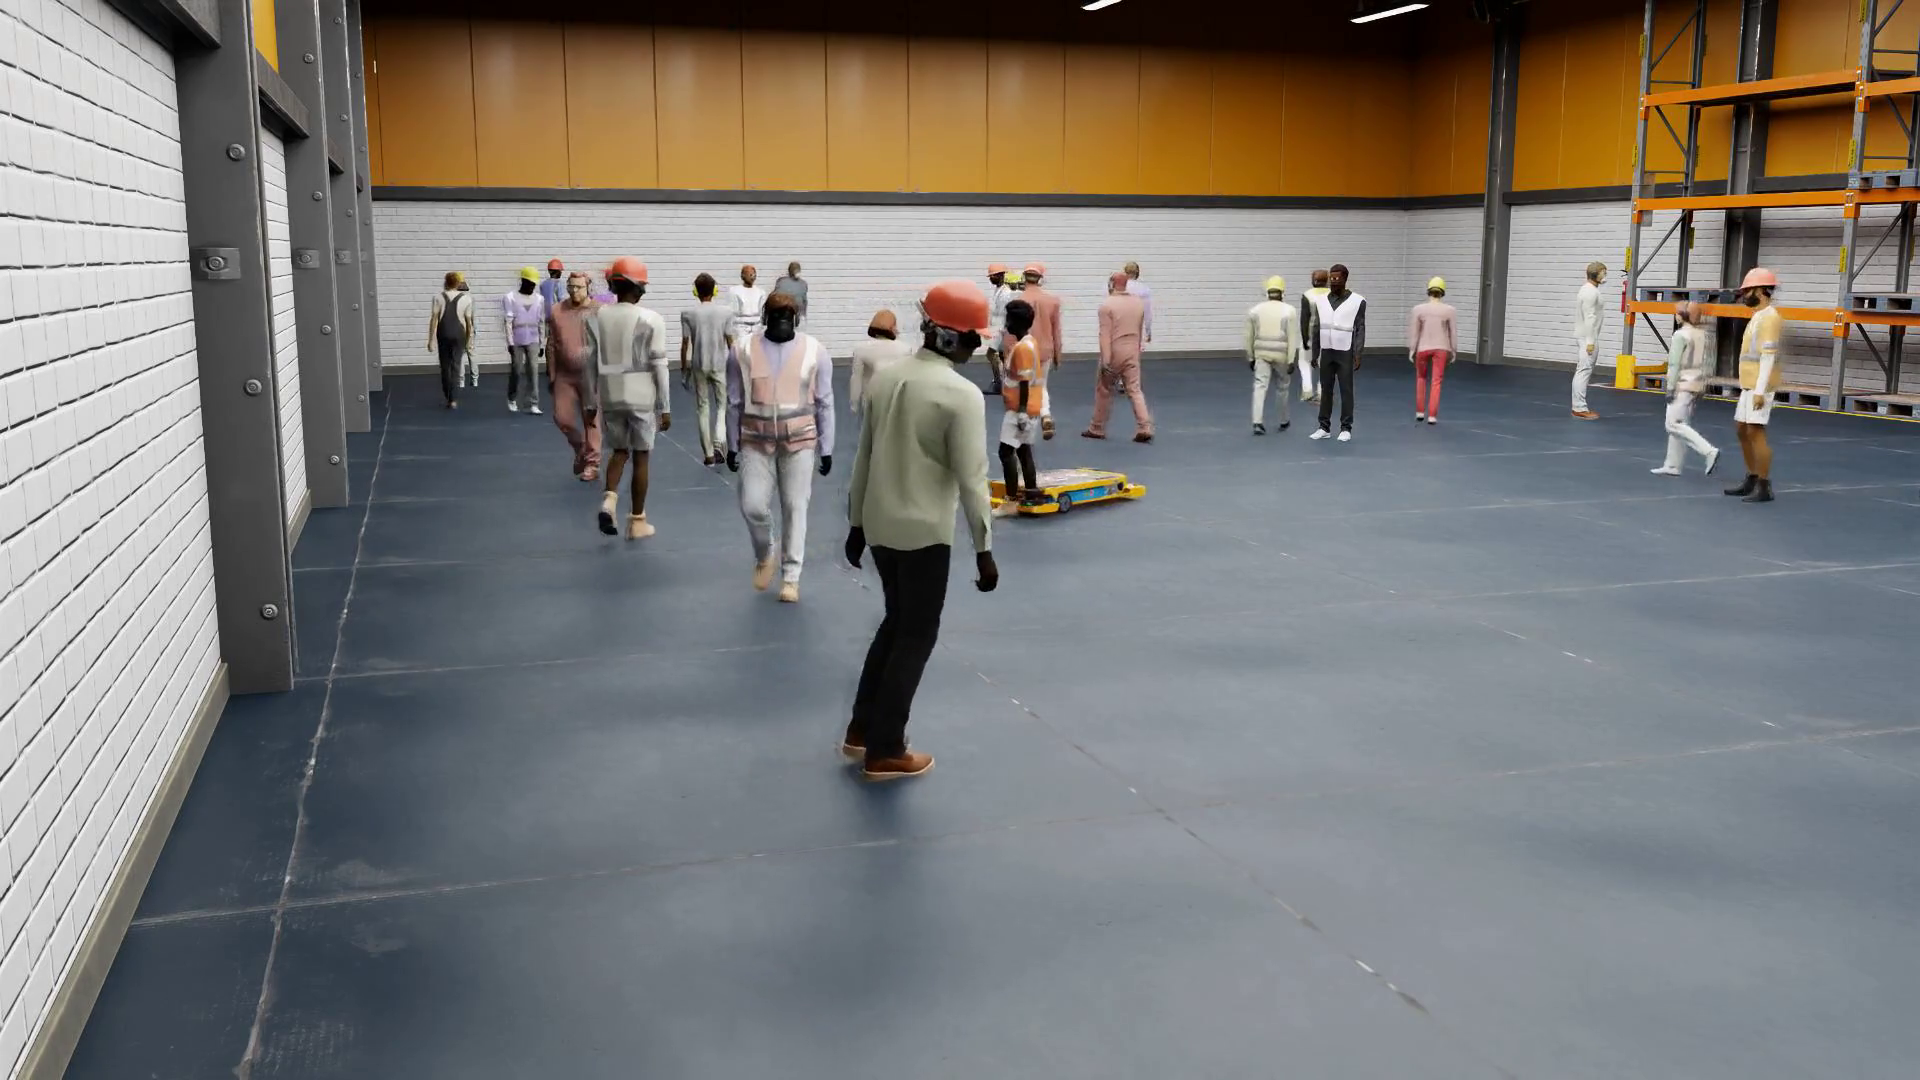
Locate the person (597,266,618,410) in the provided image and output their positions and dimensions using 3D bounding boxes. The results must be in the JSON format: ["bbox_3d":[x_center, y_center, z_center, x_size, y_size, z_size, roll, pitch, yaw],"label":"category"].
[{"bbox_3d":[-4.469,-2.578,21.401,1.002,1.860,0.610,3,10,15],"label":"person"}]

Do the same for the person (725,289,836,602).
[{"bbox_3d":[-1.052,-0.554,9.785,0.657,1.830,0.430,0,10,-2],"label":"person"}]

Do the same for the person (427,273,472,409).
[{"bbox_3d":[-6.749,-2.640,22.043,0.564,1.771,0.982,-2,10,-14],"label":"person"}]

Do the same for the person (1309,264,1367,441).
[{"bbox_3d":[4.126,-2.045,18.176,0.597,1.918,0.379,7,12,37],"label":"person"}]

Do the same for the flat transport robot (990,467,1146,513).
[{"bbox_3d":[0.816,-0.413,13.491,0.652,0.197,1.431,9,13,43],"label":"flat transport robot"}]

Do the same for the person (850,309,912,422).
[{"bbox_3d":[-0.613,-1.072,13.503,0.512,1.597,0.738,-3,10,-18],"label":"person"}]

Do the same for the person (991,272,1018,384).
[{"bbox_3d":[0.700,-3.113,24.836,0.410,1.758,0.597,1,10,5],"label":"person"}]

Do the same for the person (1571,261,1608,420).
[{"bbox_3d":[7.744,-2.453,20.482,0.354,1.936,0.635,3,10,17],"label":"person"}]

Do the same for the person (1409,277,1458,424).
[{"bbox_3d":[5.705,-2.279,20.032,0.553,1.732,0.818,3,10,17],"label":"person"}]

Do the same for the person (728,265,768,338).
[{"bbox_3d":[-2.976,-2.983,23.750,0.614,1.862,0.676,-7,12,-33],"label":"person"}]

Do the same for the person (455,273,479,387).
[{"bbox_3d":[-7.617,-3.205,25.403,0.310,1.740,0.493,9,13,42],"label":"person"}]

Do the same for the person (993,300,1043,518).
[{"bbox_3d":[0.414,-1.000,12.791,0.442,1.681,0.555,1,10,6],"label":"person"}]

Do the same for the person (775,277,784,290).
[{"bbox_3d":[-3.103,-3.771,29.020,0.493,1.625,0.278,2,10,9],"label":"person"}]

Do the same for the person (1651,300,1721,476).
[{"bbox_3d":[6.617,-1.364,15.072,0.523,1.622,0.588,-10,14,-44],"label":"person"}]

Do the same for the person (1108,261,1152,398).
[{"bbox_3d":[2.430,-2.981,23.586,0.650,1.917,0.524,6,11,31],"label":"person"}]

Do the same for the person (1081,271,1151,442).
[{"bbox_3d":[1.746,-1.989,18.066,0.661,1.859,0.999,-7,12,-33],"label":"person"}]

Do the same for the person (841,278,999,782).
[{"bbox_3d":[-0.149,-0.026,6.407,0.542,1.944,0.657,-8,13,-39],"label":"person"}]

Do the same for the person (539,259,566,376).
[{"bbox_3d":[-6.707,-3.687,27.625,0.550,1.935,0.375,6,12,32],"label":"person"}]

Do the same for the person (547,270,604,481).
[{"bbox_3d":[-3.393,-1.470,14.923,0.661,1.892,0.450,2,10,9],"label":"person"}]

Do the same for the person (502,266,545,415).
[{"bbox_3d":[-5.572,-2.546,21.212,0.586,1.877,0.853,-6,12,-33],"label":"person"}]

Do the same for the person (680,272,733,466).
[{"bbox_3d":[-2.397,-1.619,15.881,0.557,1.857,0.396,-2,10,-10],"label":"person"}]

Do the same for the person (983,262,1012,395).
[{"bbox_3d":[0.515,-3.034,23.964,0.636,1.902,0.544,-1,10,-5],"label":"person"}]

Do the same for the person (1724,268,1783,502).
[{"bbox_3d":[6.586,-1.263,13.743,0.356,1.914,0.681,2,10,12],"label":"person"}]

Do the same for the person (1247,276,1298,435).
[{"bbox_3d":[3.528,-2.087,18.837,0.603,1.780,0.985,5,11,27],"label":"person"}]

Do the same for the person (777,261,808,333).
[{"bbox_3d":[-2.915,-3.810,28.419,0.644,1.918,0.721,-8,13,-40],"label":"person"}]

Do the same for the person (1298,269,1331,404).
[{"bbox_3d":[4.849,-2.749,22.527,0.630,1.826,0.500,-2,10,-13],"label":"person"}]

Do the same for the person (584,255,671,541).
[{"bbox_3d":[-2.346,-0.984,11.720,0.635,2.024,0.488,3,10,15],"label":"person"}]

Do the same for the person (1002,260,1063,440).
[{"bbox_3d":[0.767,-1.953,17.496,0.678,1.967,0.567,-2,10,-14],"label":"person"}]

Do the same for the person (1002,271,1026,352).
[{"bbox_3d":[0.867,-2.715,22.416,0.609,1.792,0.898,3,10,19],"label":"person"}]
